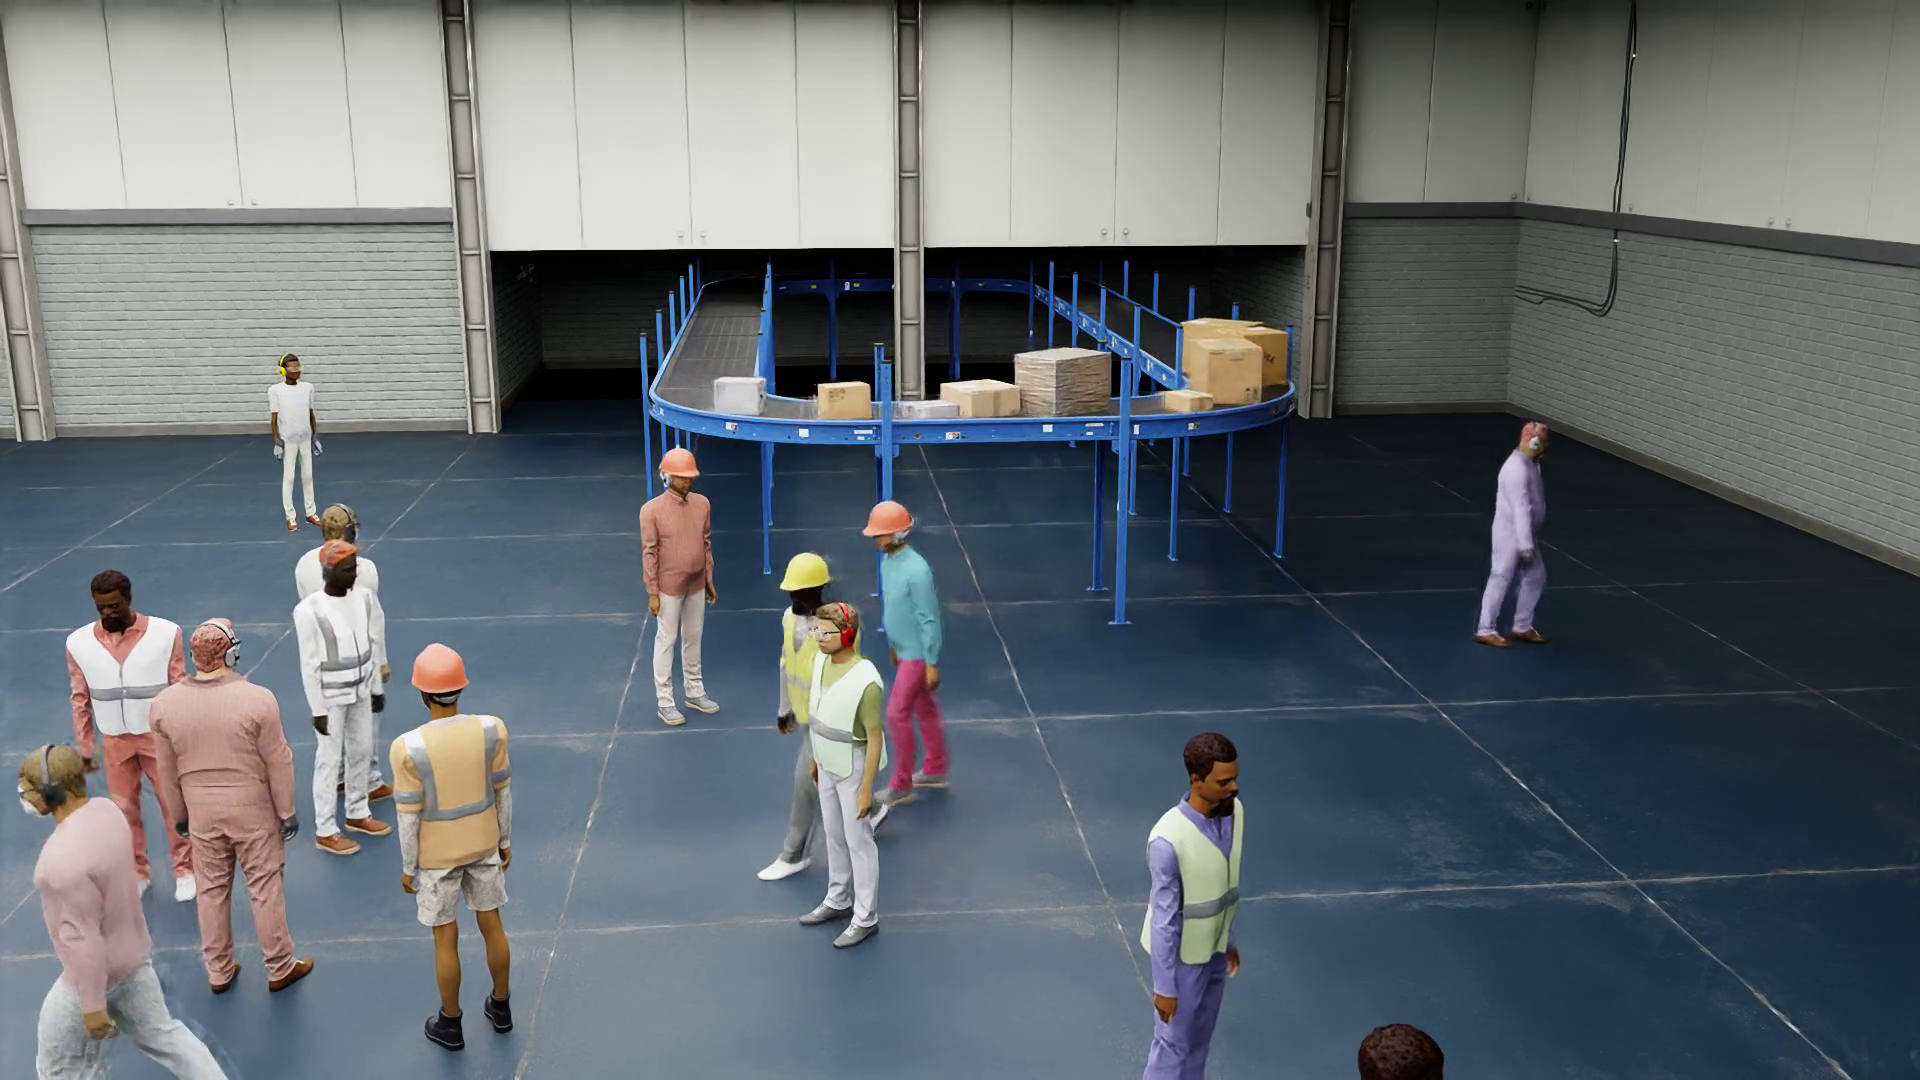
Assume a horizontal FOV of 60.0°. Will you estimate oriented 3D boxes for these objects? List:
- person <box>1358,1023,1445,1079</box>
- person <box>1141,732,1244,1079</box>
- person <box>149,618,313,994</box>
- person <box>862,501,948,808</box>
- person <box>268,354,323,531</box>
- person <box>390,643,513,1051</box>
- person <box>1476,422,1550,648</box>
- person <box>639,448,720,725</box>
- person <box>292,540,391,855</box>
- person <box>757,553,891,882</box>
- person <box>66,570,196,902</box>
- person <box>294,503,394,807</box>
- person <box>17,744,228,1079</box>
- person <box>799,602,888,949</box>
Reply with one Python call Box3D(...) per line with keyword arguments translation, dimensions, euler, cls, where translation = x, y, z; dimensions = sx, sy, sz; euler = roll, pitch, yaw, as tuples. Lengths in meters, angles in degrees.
Box3D(translation=(1.092, 2.207, 4.601), dimensions=(0.383, 1.910, 0.597), euler=(3, 14, 13), cls="person")
Box3D(translation=(0.937, 1.672, 6.714), dimensions=(0.389, 1.918, 0.590), euler=(10, 17, 36), cls="person")
Box3D(translation=(-3.567, 1.310, 8.182), dimensions=(0.639, 1.911, 0.406), euler=(0, 14, 0), cls="person")
Box3D(translation=(-0.373, 0.711, 10.515), dimensions=(0.694, 1.956, 0.652), euler=(-5, 15, -18), cls="person")
Box3D(translation=(-7.047, -1.048, 17.685), dimensions=(0.328, 1.877, 0.515), euler=(13, 19, 41), cls="person")
Box3D(translation=(-2.336, 1.414, 7.700), dimensions=(0.544, 1.943, 0.347), euler=(-11, 18, -36), cls="person")
Box3D(translation=(4.614, -0.022, 13.569), dimensions=(0.708, 1.874, 0.682), euler=(8, 16, 28), cls="person")
Box3D(translation=(-2.010, 0.318, 11.974), dimensions=(0.375, 1.996, 0.611), euler=(12, 18, 40), cls="person")
Box3D(translation=(-3.646, 0.914, 9.833), dimensions=(0.345, 1.876, 0.576), euler=(6, 15, 24), cls="person")
Box3D(translation=(-0.773, 0.964, 9.609), dimensions=(0.936, 1.896, 0.603), euler=(-11, 18, -37), cls="person")
Box3D(translation=(-4.536, 1.071, 9.151), dimensions=(0.599, 1.908, 0.400), euler=(-4, 15, -15), cls="person")
Box3D(translation=(-3.875, 0.722, 10.502), dimensions=(0.638, 1.926, 0.367), euler=(7, 16, 27), cls="person")
Box3D(translation=(-3.424, 1.701, 6.692), dimensions=(1.054, 1.883, 0.635), euler=(-2, 14, -9), cls="person")
Box3D(translation=(-0.593, 1.209, 8.710), dimensions=(0.389, 1.848, 0.563), euler=(-10, 17, -34), cls="person")
